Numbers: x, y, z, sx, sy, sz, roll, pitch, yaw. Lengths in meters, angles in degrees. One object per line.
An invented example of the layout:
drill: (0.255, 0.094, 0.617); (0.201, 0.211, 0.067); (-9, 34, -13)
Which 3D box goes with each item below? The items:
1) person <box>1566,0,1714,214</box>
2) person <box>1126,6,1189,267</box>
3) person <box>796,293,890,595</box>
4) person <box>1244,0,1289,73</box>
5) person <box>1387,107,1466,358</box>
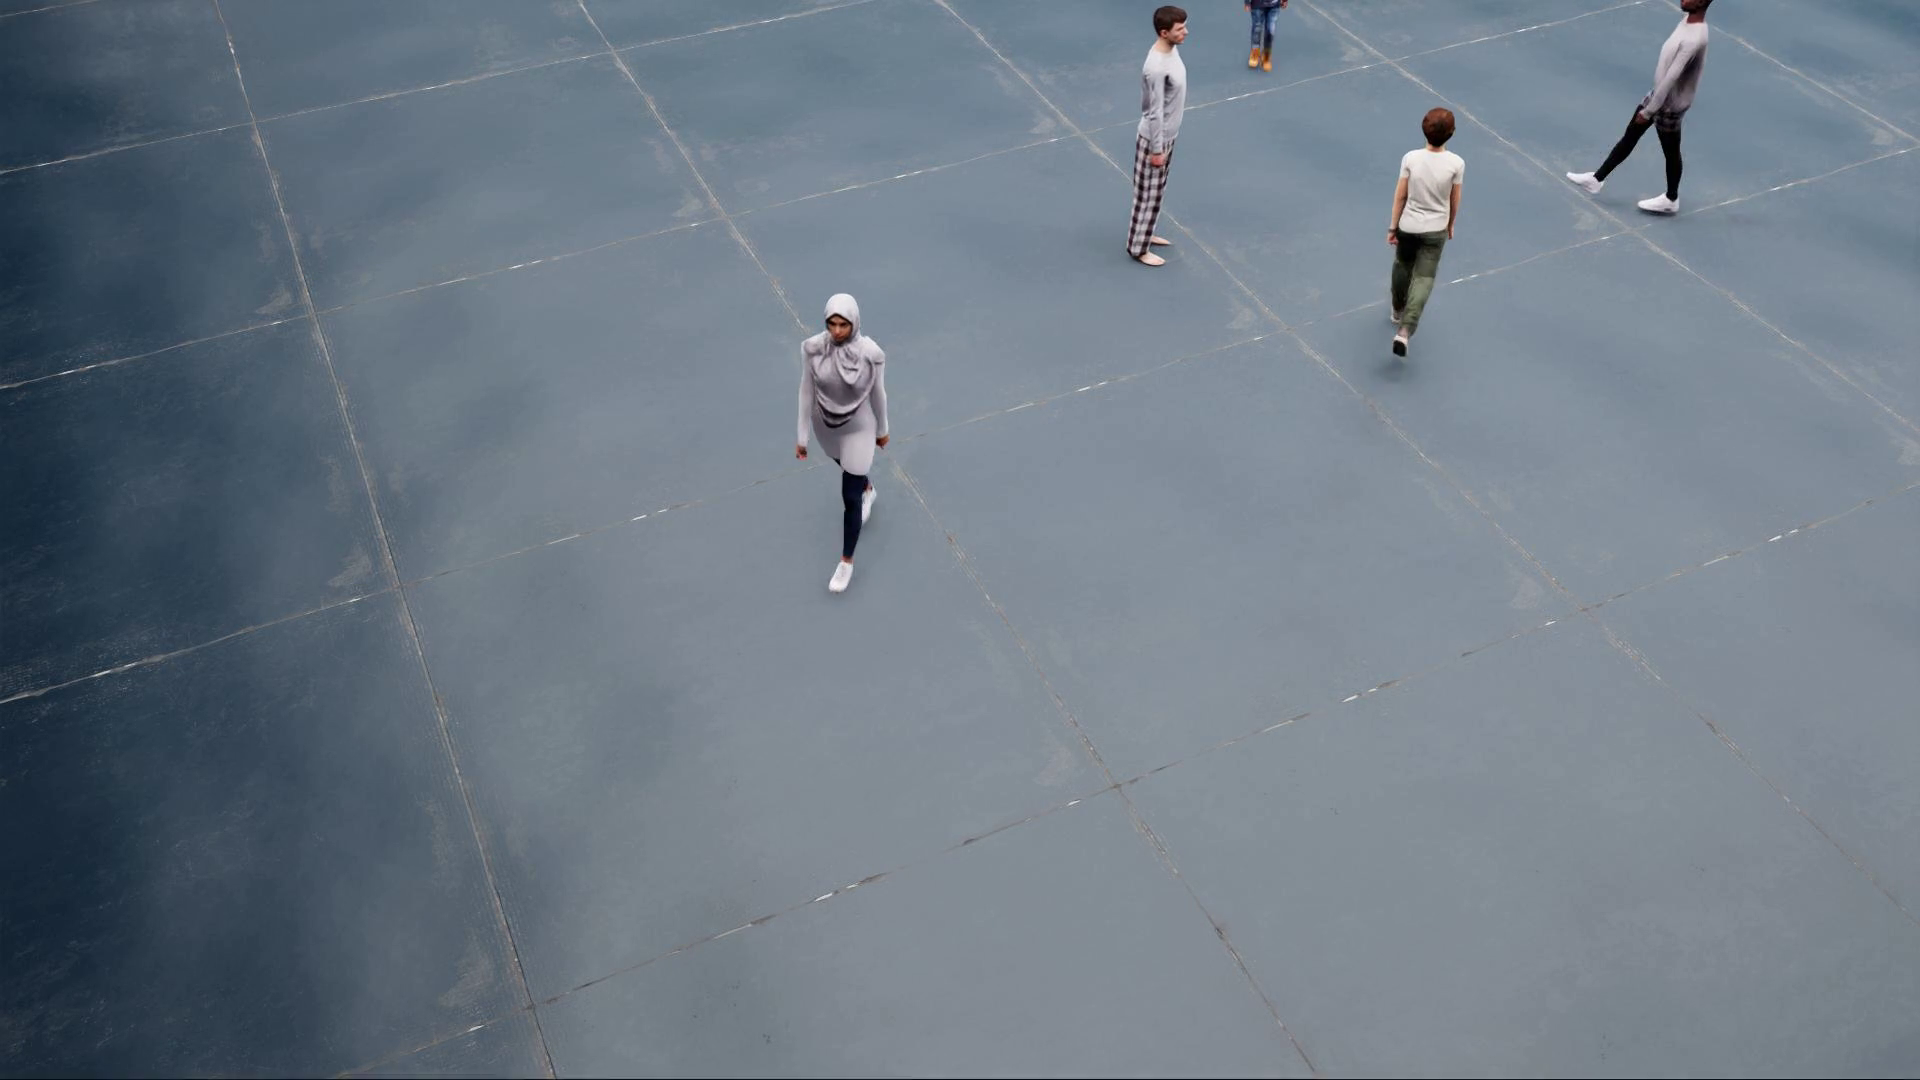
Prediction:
person: (5.173, -3.112, 11.889); (1.056, 1.739, 1.092); (6, 43, 7)
person: (1.353, -2.795, 11.460); (0.761, 1.847, 0.691); (12, 44, 13)
person: (-0.613, -0.655, 9.186); (1.084, 1.736, 1.159); (12, 44, 13)
person: (2.551, -4.552, 13.846); (0.615, 1.240, 0.660); (4, 42, 5)
person: (2.964, -1.953, 10.694); (1.027, 1.629, 1.064); (15, 44, 16)
